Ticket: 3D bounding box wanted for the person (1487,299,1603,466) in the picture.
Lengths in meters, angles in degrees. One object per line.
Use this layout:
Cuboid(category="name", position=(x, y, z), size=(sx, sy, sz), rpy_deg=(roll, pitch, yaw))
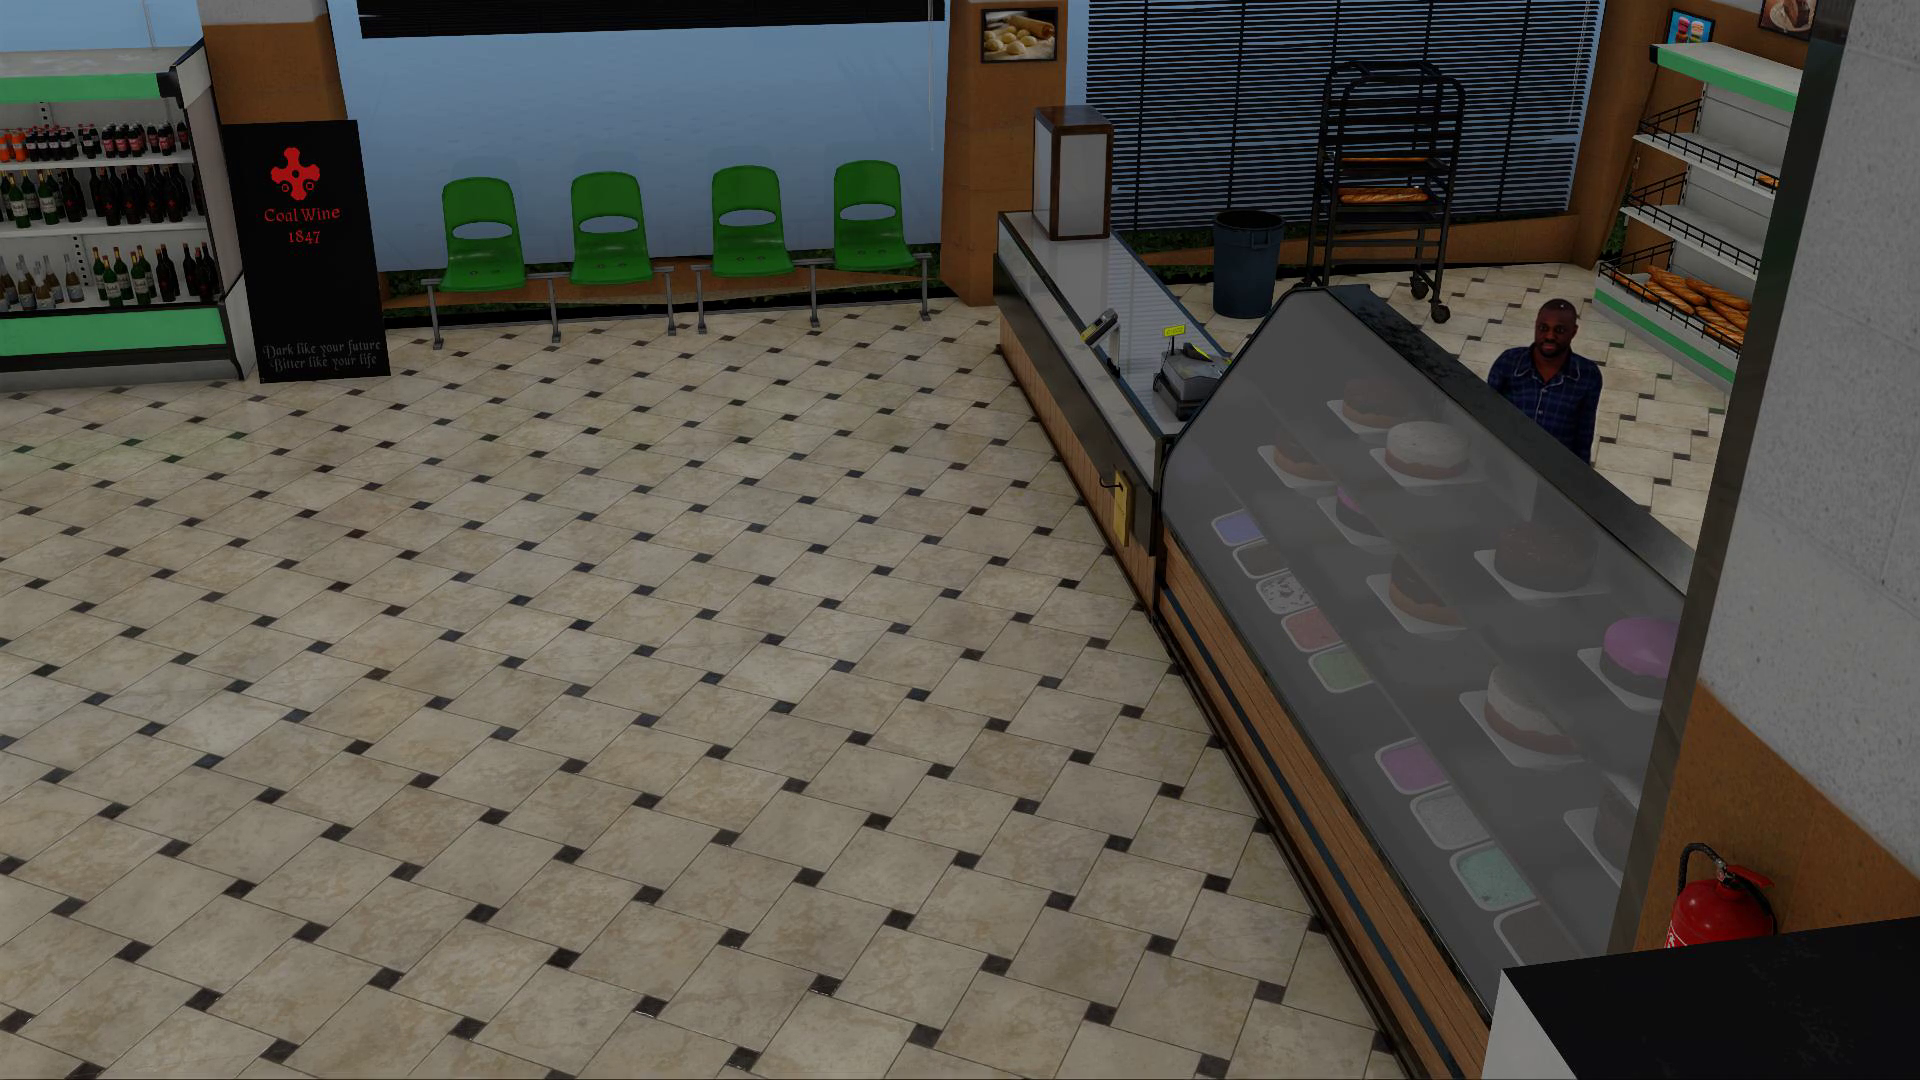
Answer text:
Cuboid(category="person", position=(2.581, -0.231, 7.584), size=(0.728, 1.824, 0.835), rpy_deg=(10, 28, 18))
